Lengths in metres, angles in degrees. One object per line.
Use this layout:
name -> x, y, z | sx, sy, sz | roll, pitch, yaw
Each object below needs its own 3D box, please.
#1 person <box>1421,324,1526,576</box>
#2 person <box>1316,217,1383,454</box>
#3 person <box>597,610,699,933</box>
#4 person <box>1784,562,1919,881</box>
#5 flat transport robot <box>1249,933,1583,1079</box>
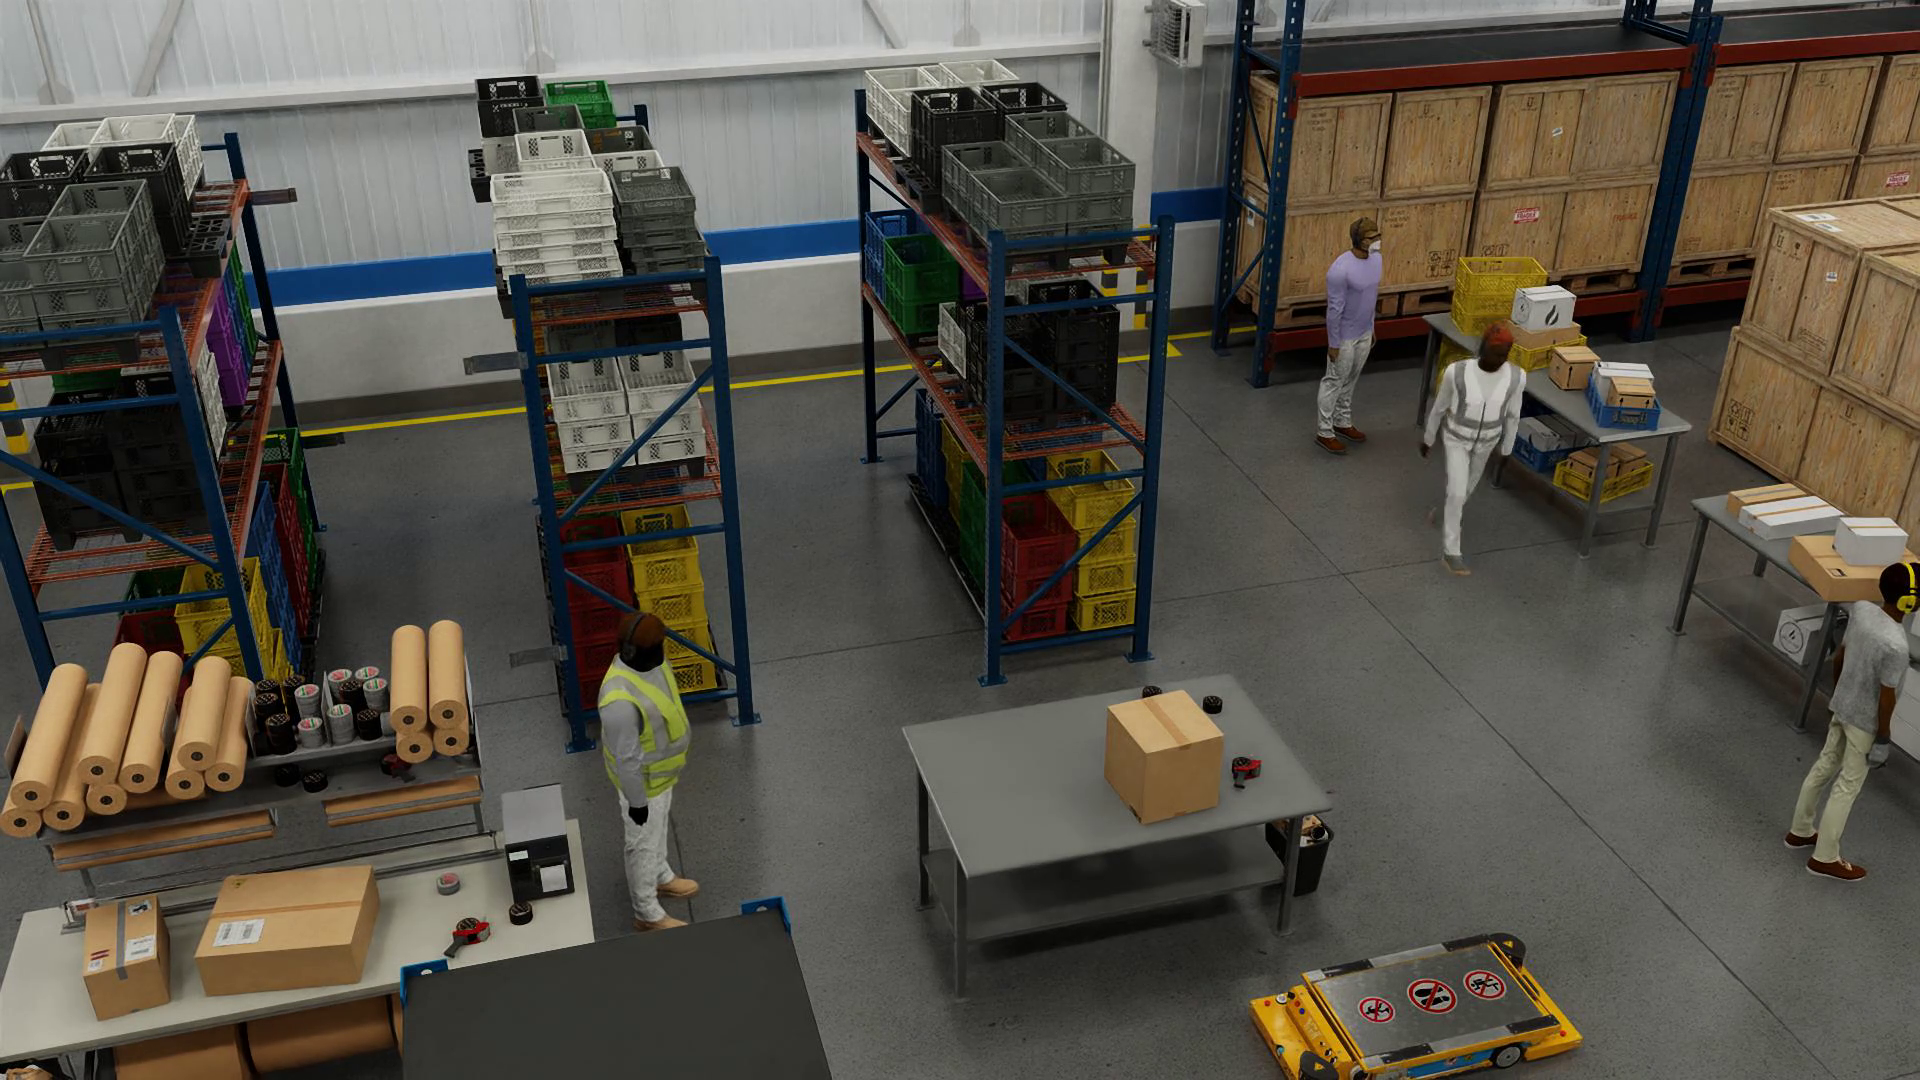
person -> 3.629, -0.745, 11.885 | 0.620, 1.842, 0.877 | 0, 29, 0
person -> 3.162, -1.661, 13.438 | 0.372, 1.940, 0.631 | 25, 38, 38
person -> -1.561, 1.160, 8.409 | 0.430, 1.838, 0.623 | 2, 29, 3
person -> 4.762, 0.936, 8.781 | 0.328, 1.873, 0.518 | -1, 29, -2
flat transport robot -> 2.184, 2.282, 7.980 | 1.431, 0.197, 0.652 | -8, 30, -14
